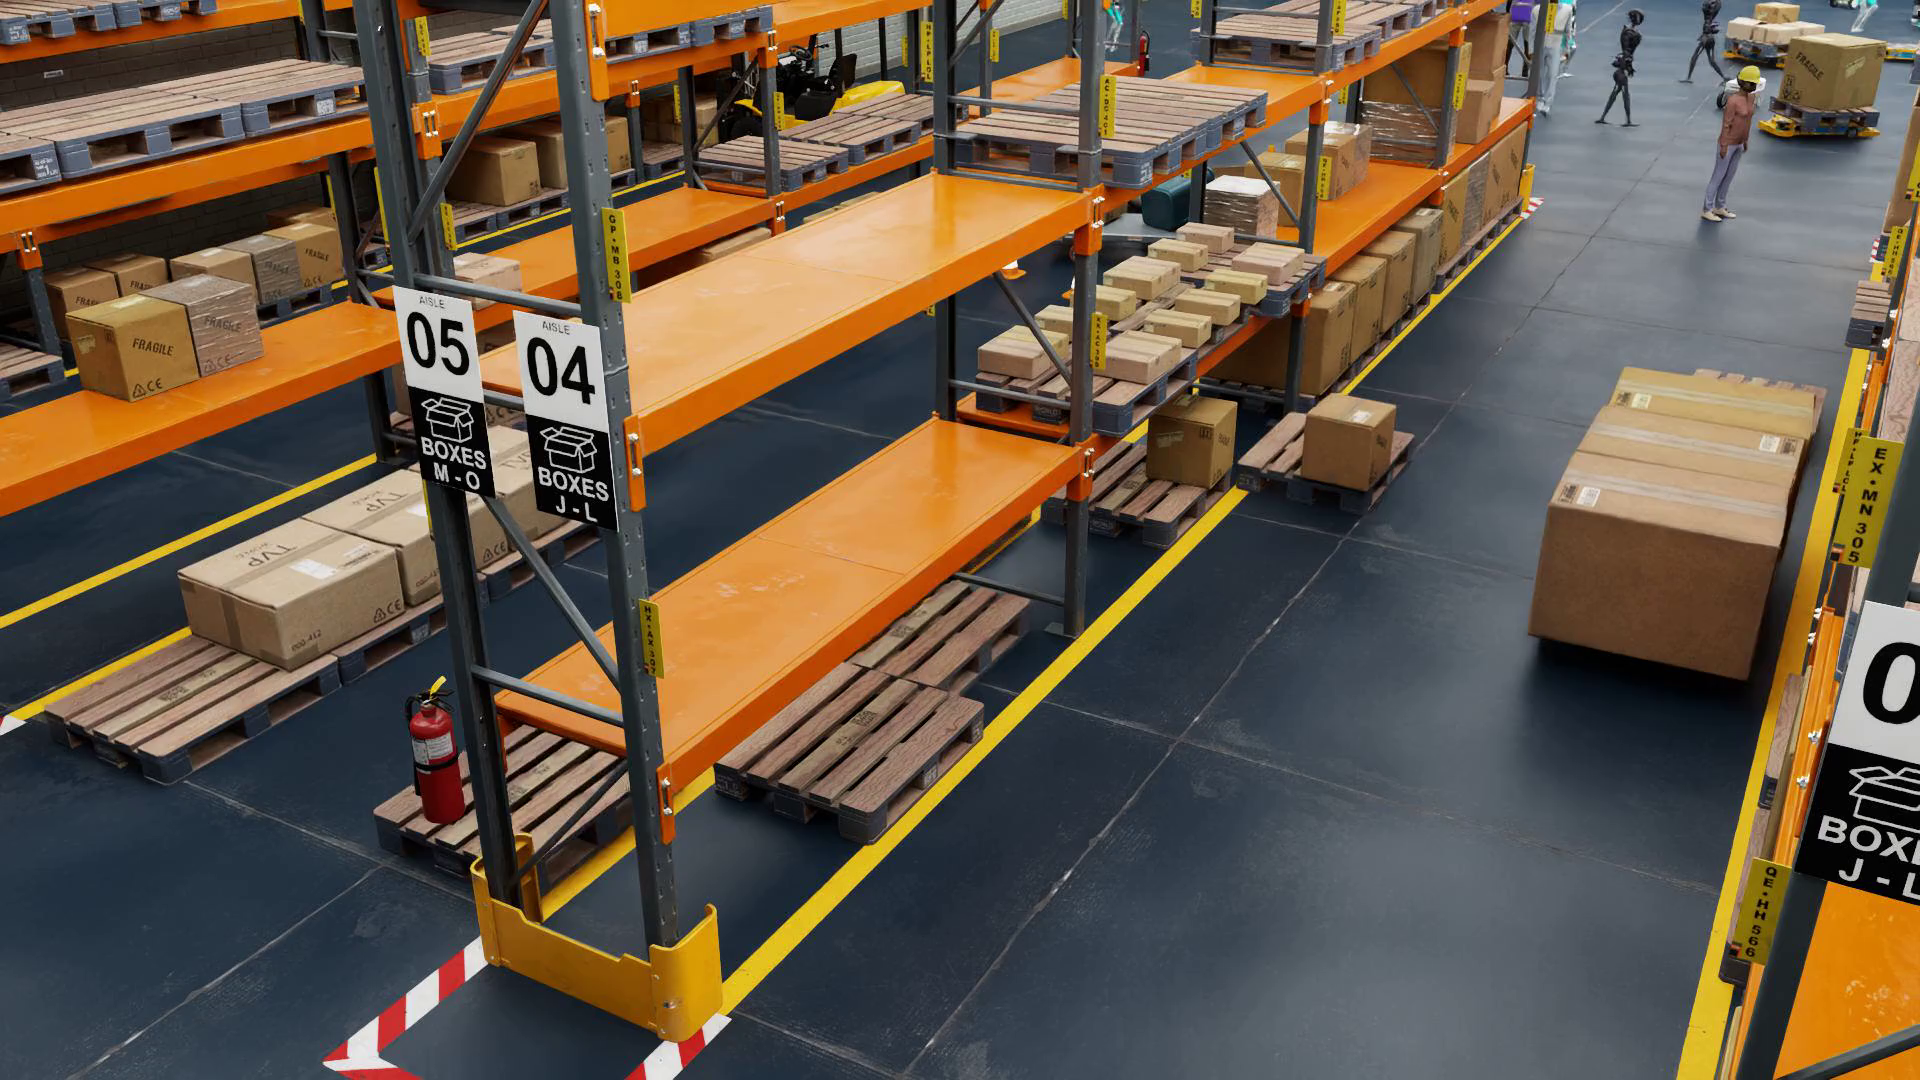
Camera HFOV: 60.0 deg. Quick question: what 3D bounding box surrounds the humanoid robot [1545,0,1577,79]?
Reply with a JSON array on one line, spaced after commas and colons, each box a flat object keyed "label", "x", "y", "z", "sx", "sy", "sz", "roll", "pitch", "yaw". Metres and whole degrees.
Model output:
[{"label": "humanoid robot", "x": 9.884, "y": -8.300, "z": 26.918, "sx": 0.596, "sy": 1.772, "sz": 0.929, "roll": -11, "pitch": 28, "yaw": -22}]

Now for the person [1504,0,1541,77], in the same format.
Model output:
[{"label": "person", "x": 9.141, "y": -8.477, "z": 27.016, "sx": 0.639, "sy": 1.952, "sz": 0.406, "roll": 15, "pitch": 29, "yaw": 28}]

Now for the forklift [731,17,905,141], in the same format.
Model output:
[{"label": "forklift", "x": -1.819, "y": -5.975, "z": 21.543, "sx": 2.313, "sy": 2.155, "sz": 1.214, "roll": 14, "pitch": 29, "yaw": 26}]

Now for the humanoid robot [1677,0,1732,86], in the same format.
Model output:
[{"label": "humanoid robot", "x": 12.059, "y": -8.111, "z": 26.646, "sx": 0.790, "sy": 1.648, "sz": 0.589, "roll": 8, "pitch": 27, "yaw": 16}]

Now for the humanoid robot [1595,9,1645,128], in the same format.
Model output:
[{"label": "humanoid robot", "x": 9.551, "y": -6.738, "z": 23.755, "sx": 0.711, "sy": 1.629, "sz": 0.608, "roll": 15, "pitch": 29, "yaw": 28}]

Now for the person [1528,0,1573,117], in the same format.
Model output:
[{"label": "person", "x": 8.665, "y": -7.222, "z": 24.513, "sx": 0.619, "sy": 1.856, "sz": 0.972, "roll": 10, "pitch": 28, "yaw": 20}]

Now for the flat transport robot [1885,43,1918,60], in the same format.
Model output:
[{"label": "flat transport robot", "x": 16.561, "y": -8.464, "z": 28.929, "sx": 1.431, "sy": 0.231, "sz": 0.659, "roll": 11, "pitch": 28, "yaw": 21}]

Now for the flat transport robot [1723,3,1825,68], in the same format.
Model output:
[{"label": "flat transport robot", "x": 13.928, "y": -8.326, "z": 28.643, "sx": 0.659, "sy": 0.231, "sz": 1.431, "roll": -11, "pitch": 28, "yaw": -22}]

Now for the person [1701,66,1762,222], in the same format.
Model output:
[{"label": "person", "x": 8.876, "y": -4.540, "z": 19.061, "sx": 0.516, "sy": 1.756, "sz": 0.345, "roll": -19, "pitch": 32, "yaw": -35}]

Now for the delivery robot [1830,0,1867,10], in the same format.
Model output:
[{"label": "delivery robot", "x": 18.540, "y": -11.339, "z": 34.581, "sx": 0.803, "sy": 0.601, "sz": 0.499, "roll": -16, "pitch": 30, "yaw": -29}]

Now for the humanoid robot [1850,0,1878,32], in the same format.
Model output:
[{"label": "humanoid robot", "x": 17.138, "y": -10.472, "z": 31.508, "sx": 0.773, "sy": 1.850, "sz": 0.531, "roll": 0, "pitch": 26, "yaw": 0}]

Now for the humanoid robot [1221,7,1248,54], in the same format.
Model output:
[{"label": "humanoid robot", "x": 4.004, "y": -6.793, "z": 23.850, "sx": 0.596, "sy": 1.635, "sz": 0.656, "roll": 15, "pitch": 30, "yaw": 29}]

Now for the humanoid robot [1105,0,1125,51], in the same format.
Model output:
[{"label": "humanoid robot", "x": 2.756, "y": -9.584, "z": 29.614, "sx": 0.760, "sy": 1.817, "sz": 0.535, "roll": -22, "pitch": 33, "yaw": -38}]

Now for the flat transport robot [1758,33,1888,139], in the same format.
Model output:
[{"label": "flat transport robot", "x": 12.152, "y": -5.869, "z": 23.538, "sx": 1.431, "sy": 0.231, "sz": 0.659, "roll": 0, "pitch": 26, "yaw": 0}]

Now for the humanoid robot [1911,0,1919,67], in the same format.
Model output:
[{"label": "humanoid robot", "x": 16.346, "y": -8.811, "z": 28.019, "sx": 0.532, "sy": 1.833, "sz": 0.710, "roll": -23, "pitch": 34, "yaw": -39}]

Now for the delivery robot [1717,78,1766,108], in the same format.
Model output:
[{"label": "delivery robot", "x": 11.835, "y": -6.784, "z": 25.105, "sx": 0.774, "sy": 0.592, "sz": 0.499, "roll": -22, "pitch": 33, "yaw": -38}]
